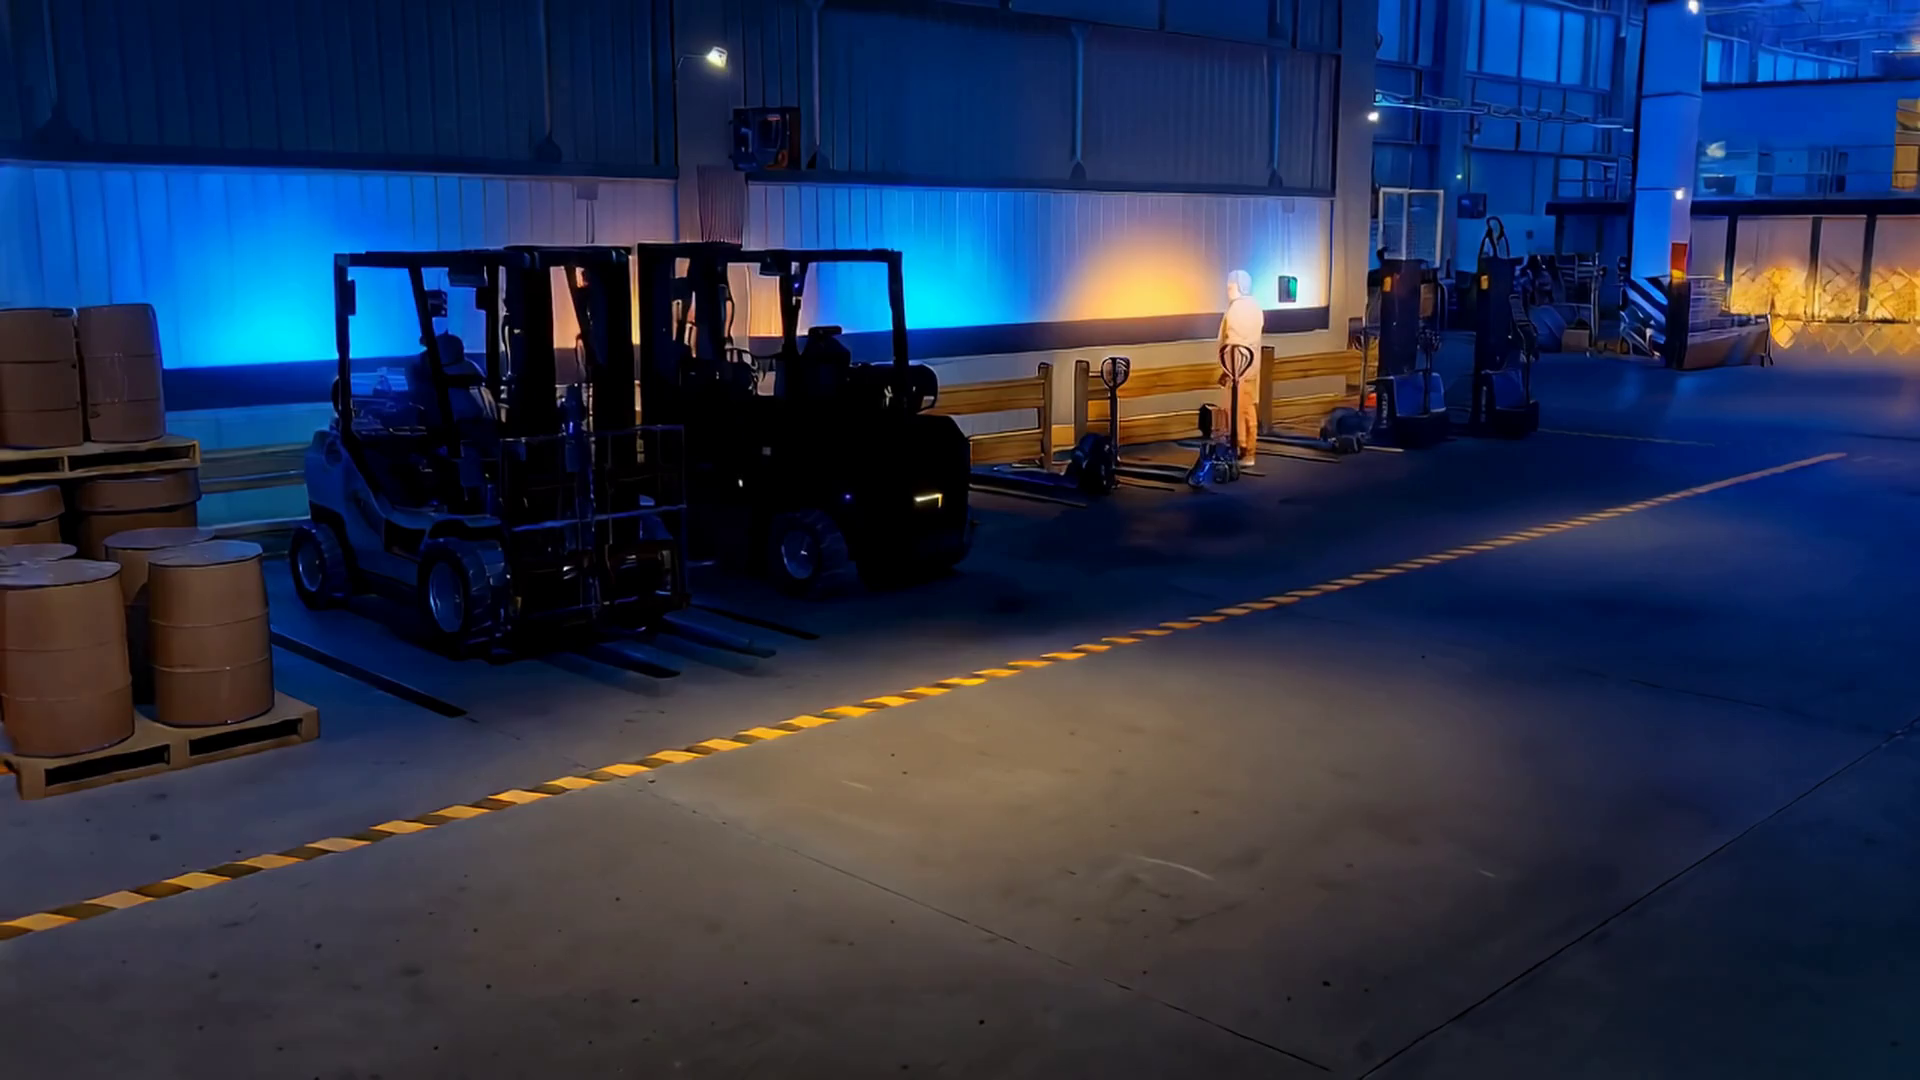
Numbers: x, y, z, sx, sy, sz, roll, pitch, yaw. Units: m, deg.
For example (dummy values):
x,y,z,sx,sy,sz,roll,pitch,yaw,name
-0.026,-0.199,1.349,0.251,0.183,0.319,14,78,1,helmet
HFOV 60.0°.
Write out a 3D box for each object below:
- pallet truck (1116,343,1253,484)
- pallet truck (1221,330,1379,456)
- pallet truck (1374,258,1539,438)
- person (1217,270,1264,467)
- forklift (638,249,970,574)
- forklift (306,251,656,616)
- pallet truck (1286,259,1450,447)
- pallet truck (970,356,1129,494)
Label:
x,y,z,sx,sy,sz,roll,pitch,yaw,name
1.962,-1.215,15.415,1.522,1.261,0.704,10,14,43,pallet truck
3.563,-1.581,17.381,0.653,1.274,1.630,-10,14,-44,pallet truck
5.704,-2.208,18.901,1.885,1.965,0.823,10,14,43,pallet truck
2.695,-1.668,16.205,0.402,1.906,0.652,6,12,32,person
-1.173,-0.958,11.239,2.680,1.987,1.157,10,14,43,forklift
-2.833,-0.669,9.694,1.157,1.987,2.680,-10,14,-44,forklift
4.493,-2.078,18.196,0.823,1.965,1.885,-9,14,-40,pallet truck
0.784,-1.085,14.876,0.680,1.201,1.601,-10,14,-44,pallet truck
